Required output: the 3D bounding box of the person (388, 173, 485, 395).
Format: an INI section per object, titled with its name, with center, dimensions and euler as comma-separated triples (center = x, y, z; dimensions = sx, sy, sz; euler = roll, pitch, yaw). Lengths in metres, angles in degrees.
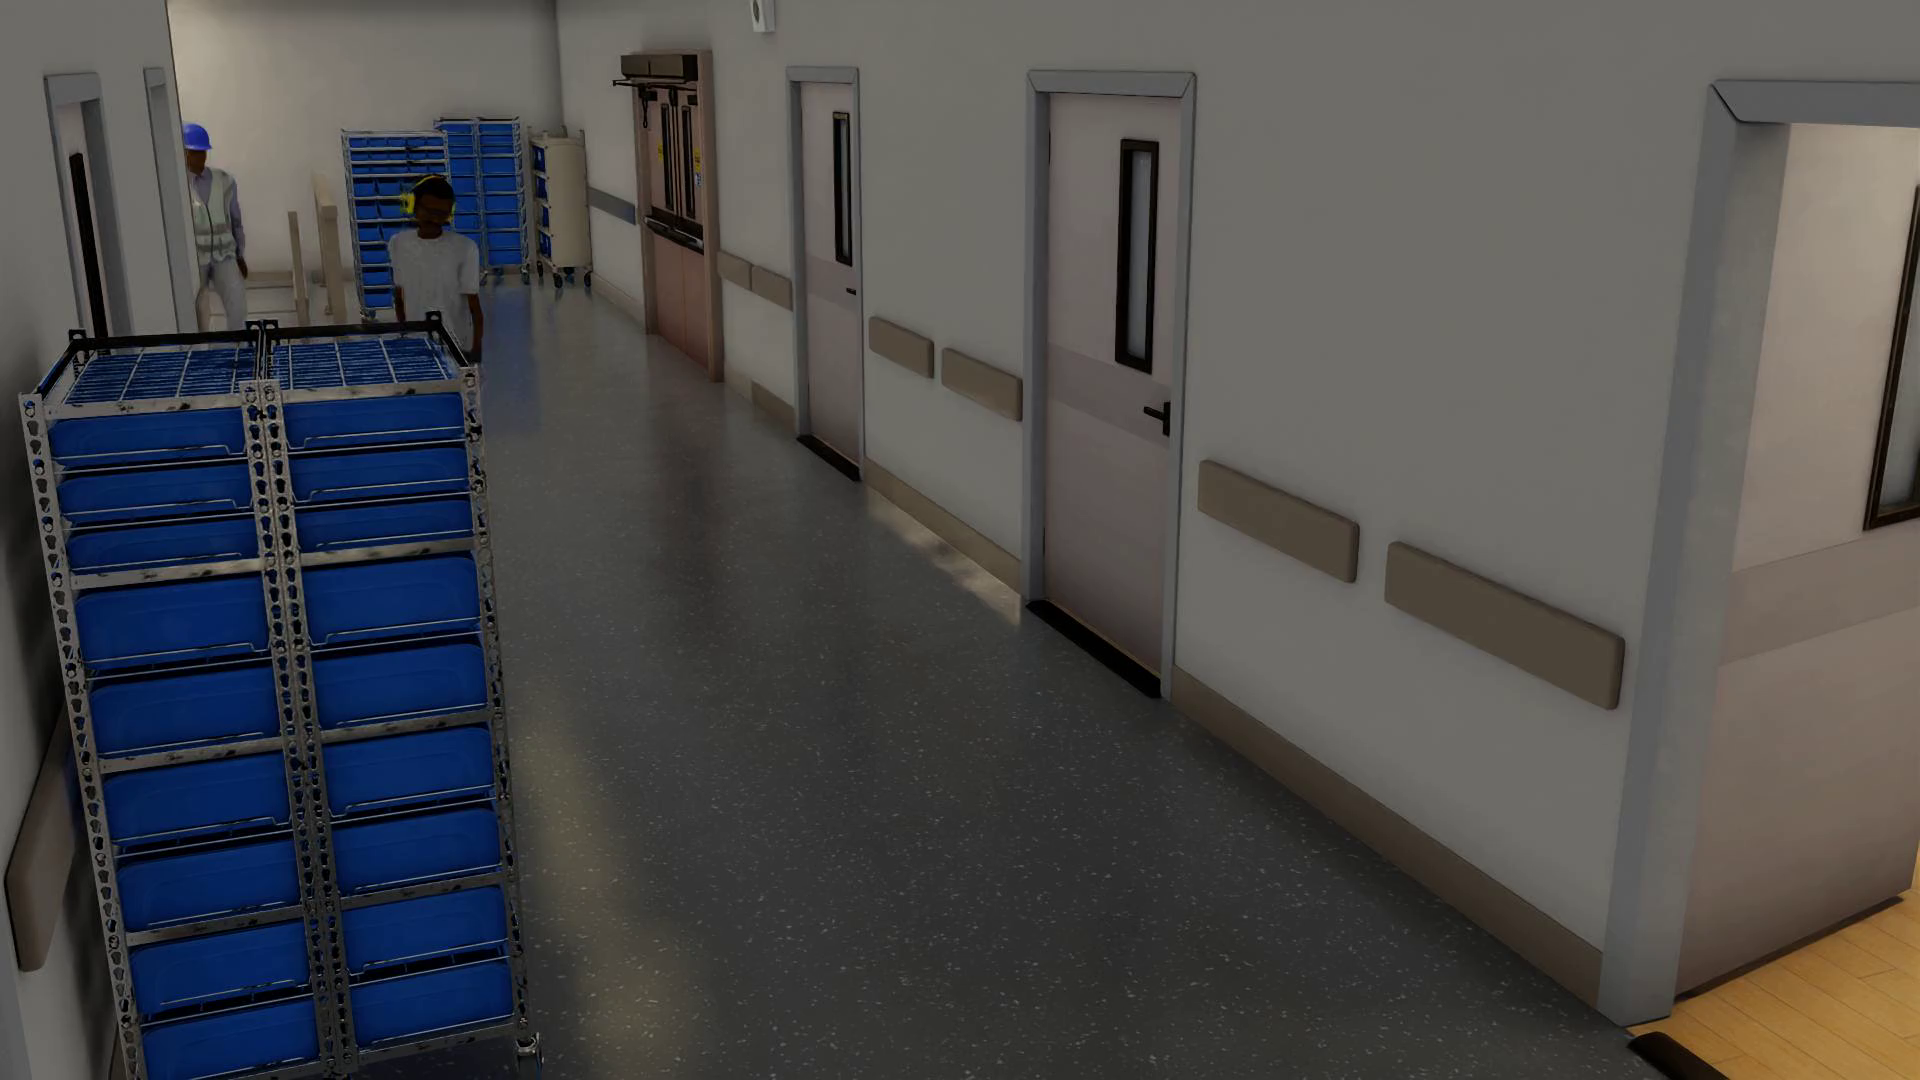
[person]
center = -2.691, -0.959, 8.555
dimensions = 0.595, 1.830, 0.461
euler = 3, 16, 12
